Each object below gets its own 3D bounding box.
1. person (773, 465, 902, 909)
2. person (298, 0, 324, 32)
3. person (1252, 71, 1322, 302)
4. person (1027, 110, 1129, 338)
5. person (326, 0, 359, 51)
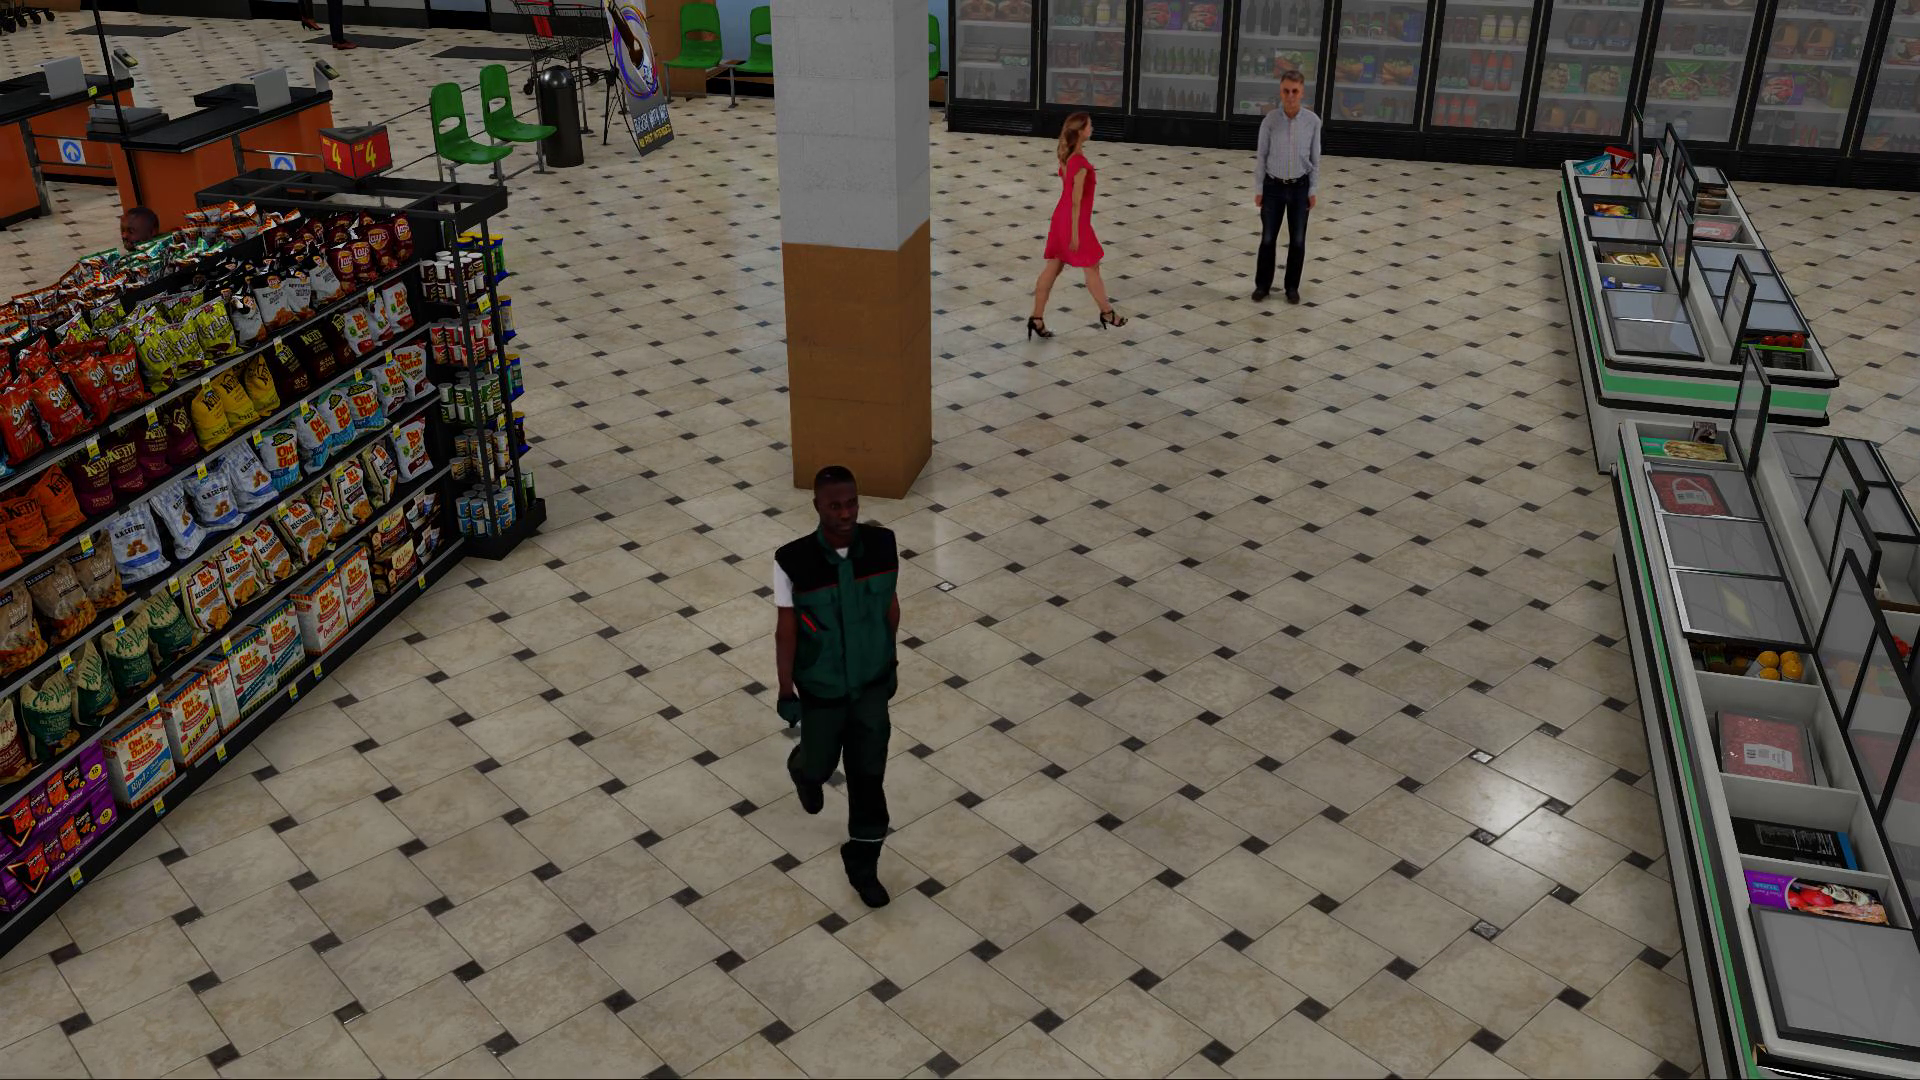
[{"bbox_3d":[-0.492,0.522,6.559,1.089,1.815,1.199,-12,29,-22],"label":"person"},{"bbox_3d":[-9.475,-8.223,23.953,0.722,1.680,0.727,-23,35,-38],"label":"person"},{"bbox_3d":[2.564,-2.772,13.054,0.664,1.816,0.574,4,27,8],"label":"person"},{"bbox_3d":[0.736,-2.273,12.216,0.972,1.685,1.042,-7,28,-14],"label":"person"},{"bbox_3d":[-8.571,-7.594,22.661,0.740,1.727,0.710,-19,32,-32],"label":"person"}]
